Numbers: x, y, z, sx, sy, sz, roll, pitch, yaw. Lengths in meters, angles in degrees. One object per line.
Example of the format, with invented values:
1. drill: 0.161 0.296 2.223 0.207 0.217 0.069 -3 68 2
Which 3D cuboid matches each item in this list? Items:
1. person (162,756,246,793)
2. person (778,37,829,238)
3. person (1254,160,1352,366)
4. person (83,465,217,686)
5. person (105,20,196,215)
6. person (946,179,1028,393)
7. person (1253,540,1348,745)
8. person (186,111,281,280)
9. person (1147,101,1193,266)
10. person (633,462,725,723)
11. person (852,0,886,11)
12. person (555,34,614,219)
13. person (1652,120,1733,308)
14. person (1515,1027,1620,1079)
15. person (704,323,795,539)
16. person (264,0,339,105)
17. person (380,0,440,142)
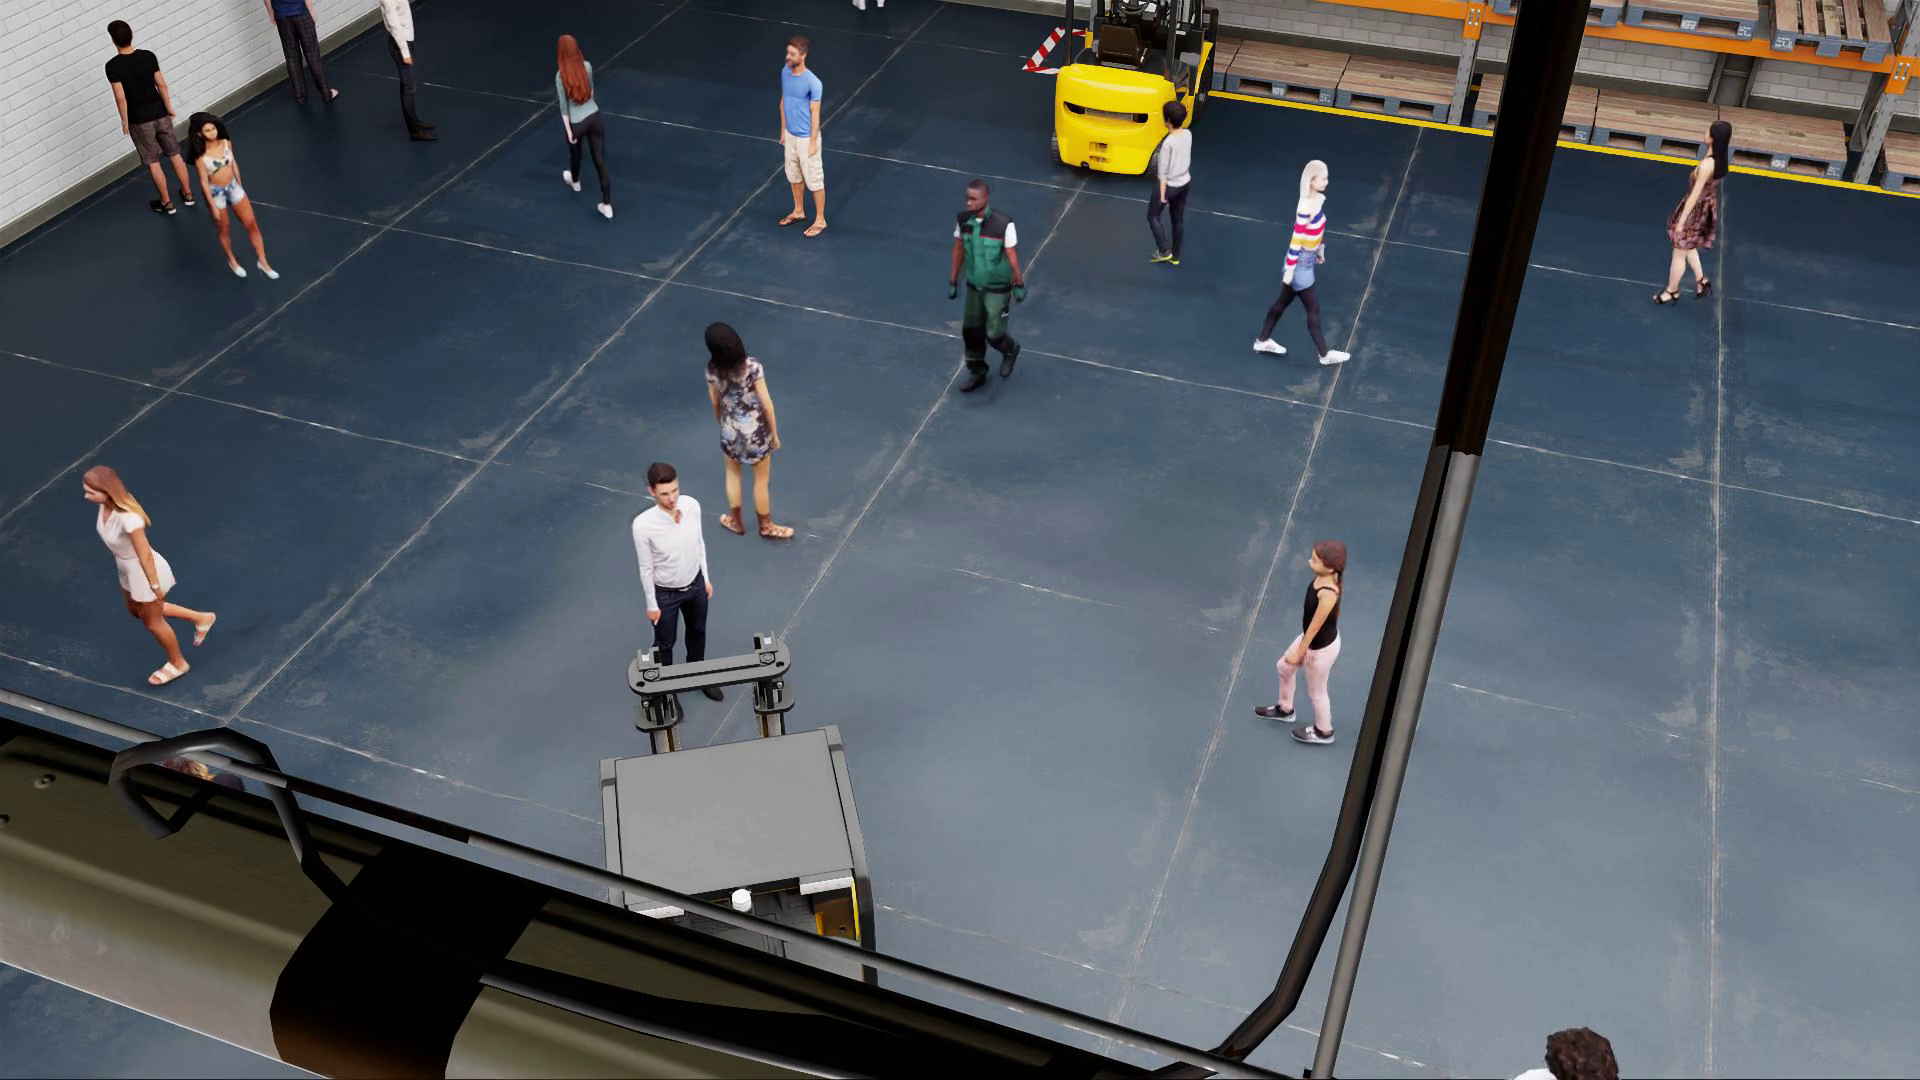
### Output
1. person: -3.818 1.721 8.688 0.823 1.658 0.905 -24 44 -27
2. person: -1.457 -3.752 15.378 0.633 1.863 0.782 28 46 31
3. person: 2.701 -2.263 13.587 1.025 1.771 0.662 14 41 16
4. person: -5.135 0.168 10.614 0.827 1.682 0.820 -30 47 -32
5. person: -7.660 -3.990 15.677 0.712 1.861 0.745 28 46 30
6. person: 0.228 -2.024 13.243 0.902 1.827 0.934 25 45 28
7. person: 2.250 0.641 10.131 0.782 1.546 0.615 4 39 5
8. person: -6.545 -3.040 14.694 0.836 1.604 0.696 22 44 26
9. person: 1.961 -3.149 14.883 0.641 1.538 0.672 -27 46 -30
10. person: -1.763 0.276 10.330 0.712 1.868 0.732 -26 46 -29
11. person: -1.123 -7.253 19.806 0.712 1.807 0.814 -11 40 -13
12. person: -3.489 -3.849 15.644 1.009 1.683 1.203 -24 45 -27
13. person: 6.334 -2.721 14.164 0.875 1.767 0.754 27 46 30
14. person: 2.561 2.686 7.386 1.120 1.775 0.918 2 39 3
15. person: -1.478 -0.731 11.711 0.453 1.718 0.804 20 43 23
16. person: -7.075 -5.558 17.633 0.644 1.871 0.793 -3 39 -4
17. person: -5.695 -5.017 16.959 0.756 1.867 0.742 -9 40 -12
